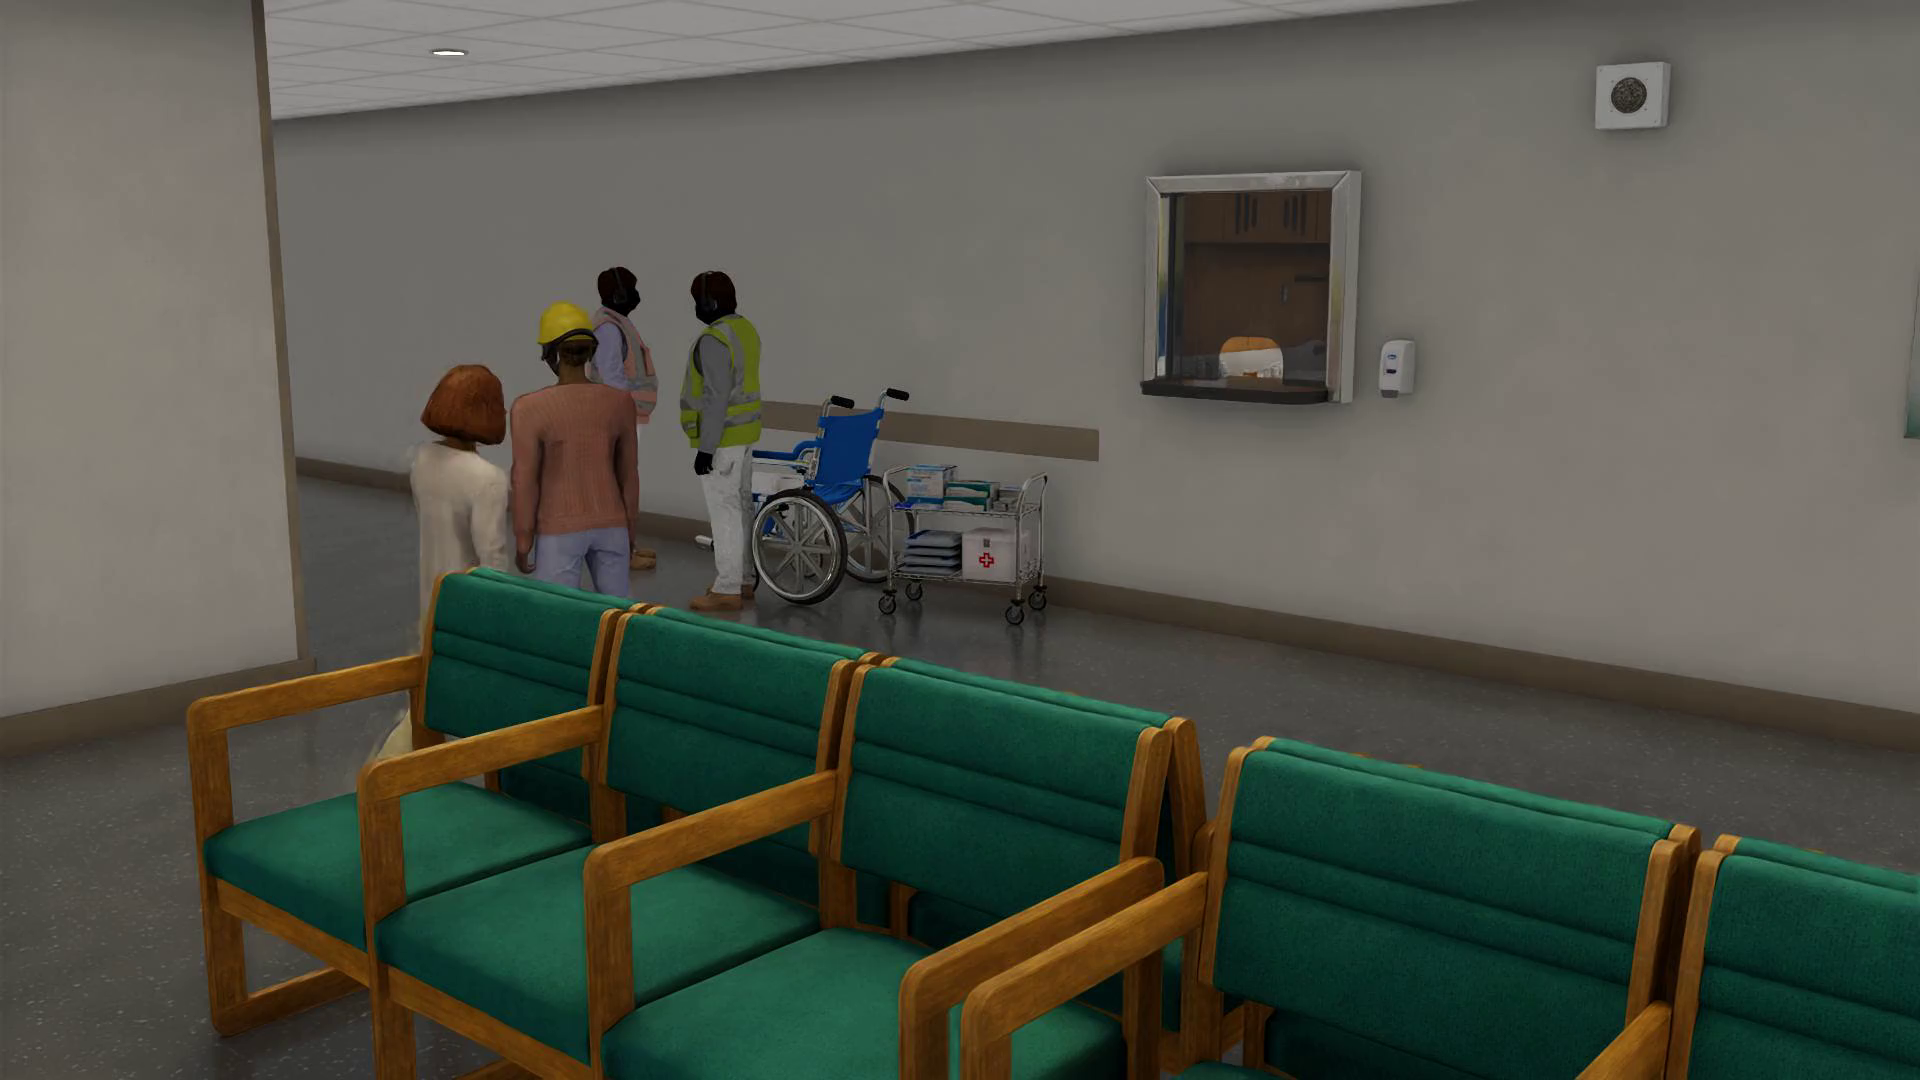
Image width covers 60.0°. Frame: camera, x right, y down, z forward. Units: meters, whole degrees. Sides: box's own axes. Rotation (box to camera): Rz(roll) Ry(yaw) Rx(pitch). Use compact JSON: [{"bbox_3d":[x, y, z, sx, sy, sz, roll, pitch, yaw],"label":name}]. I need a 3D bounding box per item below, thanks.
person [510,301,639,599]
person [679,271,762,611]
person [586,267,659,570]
[{"bbox_3d":[-1.480,-0.032,6.413,0.521,1.758,0.348,-8,13,-38],"label":"person"},{"bbox_3d":[-1.302,-0.534,9.042,0.429,1.837,0.620,2,10,10],"label":"person"},{"bbox_3d":[-2.065,-0.745,10.222,0.429,1.847,0.627,-2,10,-9],"label":"person"}]
